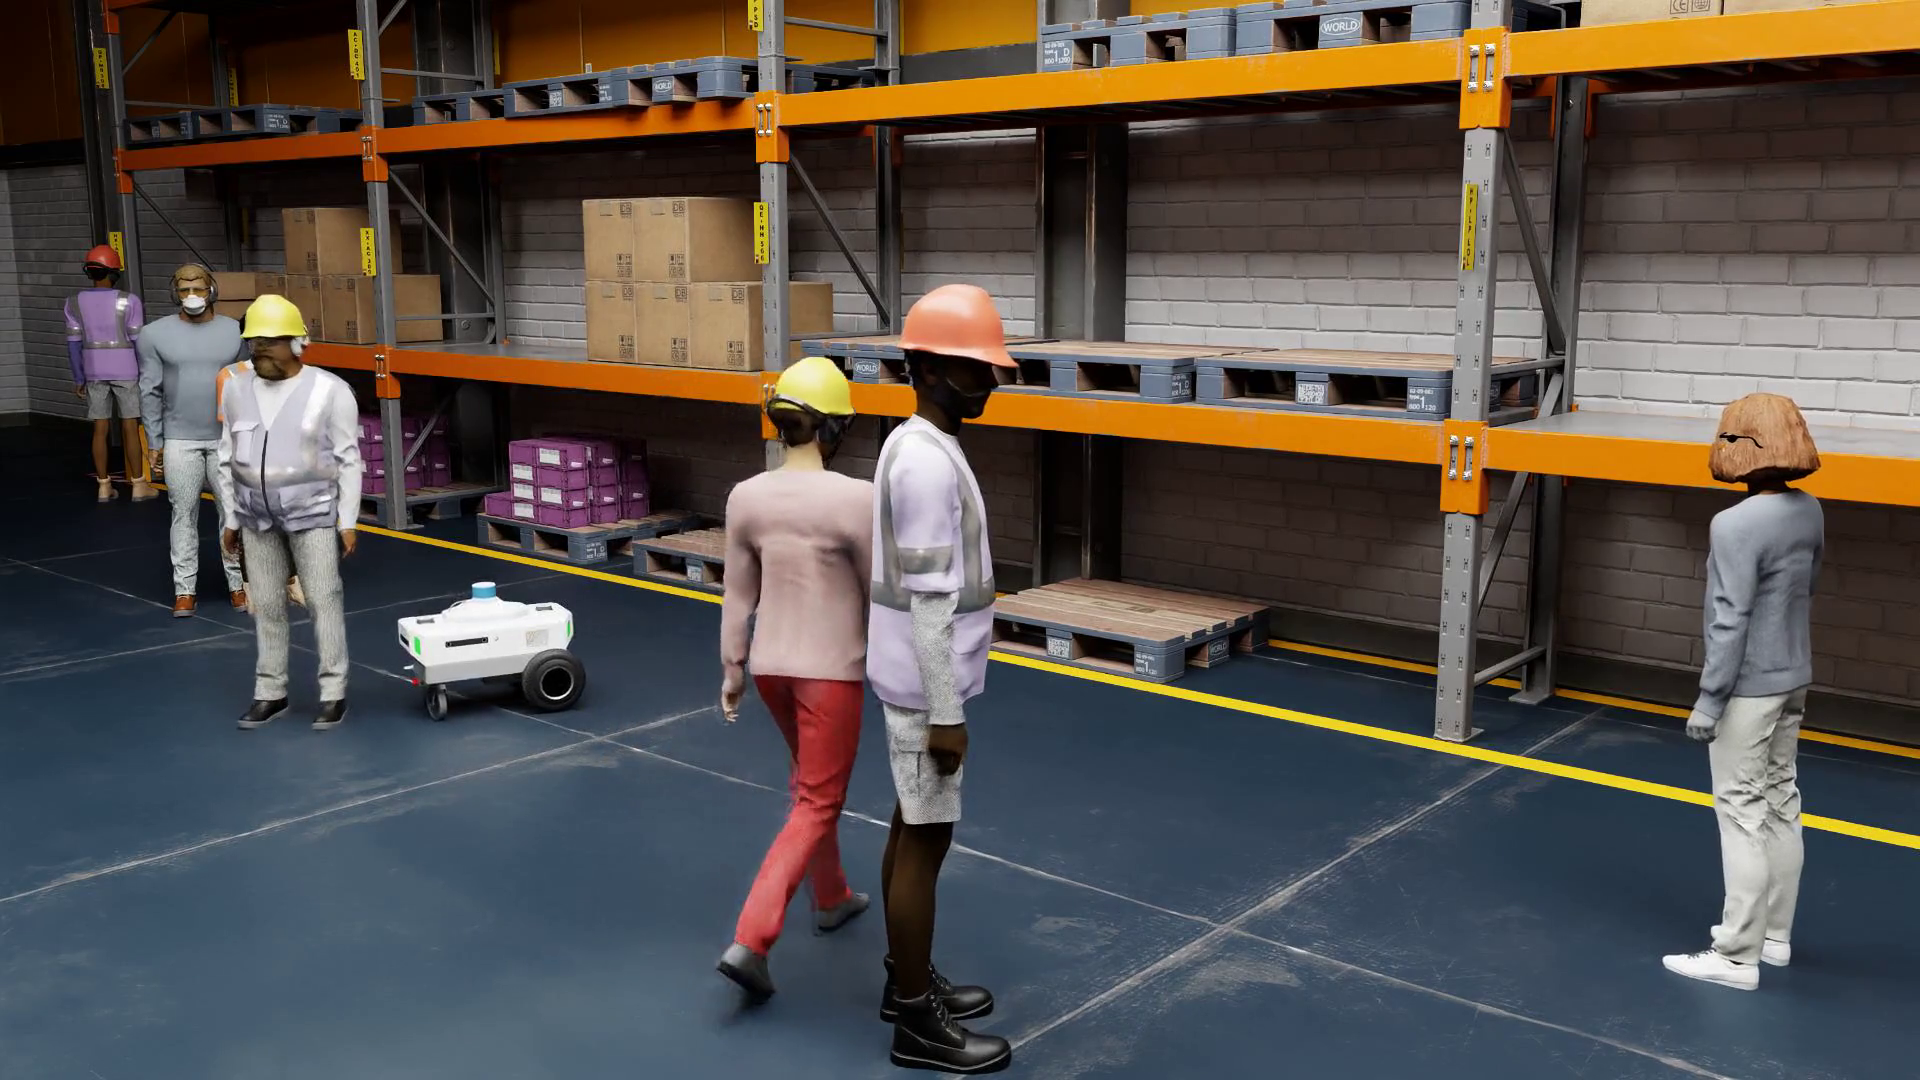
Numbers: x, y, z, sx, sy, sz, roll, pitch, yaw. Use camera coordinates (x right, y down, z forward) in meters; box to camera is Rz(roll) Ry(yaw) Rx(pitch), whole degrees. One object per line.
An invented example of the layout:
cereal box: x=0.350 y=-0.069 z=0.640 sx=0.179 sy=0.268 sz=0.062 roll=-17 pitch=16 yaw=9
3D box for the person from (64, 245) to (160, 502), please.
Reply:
person: x=-6.764 y=-1.318 z=13.274 sx=0.605 sy=2.045 sz=0.377 roll=-1 pitch=10 yaw=-6

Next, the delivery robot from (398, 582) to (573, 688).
delivery robot: x=-2.080 y=0.430 z=7.296 sx=0.707 sy=0.478 sz=0.477 roll=-6 pitch=11 yaw=-29

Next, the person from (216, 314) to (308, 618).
person: x=-3.820 y=-0.430 z=9.210 sx=0.318 sy=1.697 sz=0.535 roll=8 pitch=13 yaw=39

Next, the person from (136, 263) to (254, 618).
person: x=-4.171 y=-0.547 z=9.188 sx=0.628 sy=1.940 sz=0.373 roll=-5 pitch=11 yaw=-26

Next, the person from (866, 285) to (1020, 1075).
person: x=-0.045 y=0.341 z=4.147 sx=0.376 sy=1.933 sz=0.545 roll=-1 pitch=10 yaw=-3

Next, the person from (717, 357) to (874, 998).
person: x=-0.456 y=0.361 z=4.608 sx=0.505 sy=1.728 sz=0.820 roll=7 pitch=12 yaw=33

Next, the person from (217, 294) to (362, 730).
person: x=-2.821 y=-0.107 z=6.981 sx=0.600 sy=1.830 sz=0.403 roll=1 pitch=10 yaw=4

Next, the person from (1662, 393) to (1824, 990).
person: x=2.170 y=0.416 z=4.573 sx=0.502 sy=1.632 sz=0.279 roll=-8 pitch=13 yaw=-38
